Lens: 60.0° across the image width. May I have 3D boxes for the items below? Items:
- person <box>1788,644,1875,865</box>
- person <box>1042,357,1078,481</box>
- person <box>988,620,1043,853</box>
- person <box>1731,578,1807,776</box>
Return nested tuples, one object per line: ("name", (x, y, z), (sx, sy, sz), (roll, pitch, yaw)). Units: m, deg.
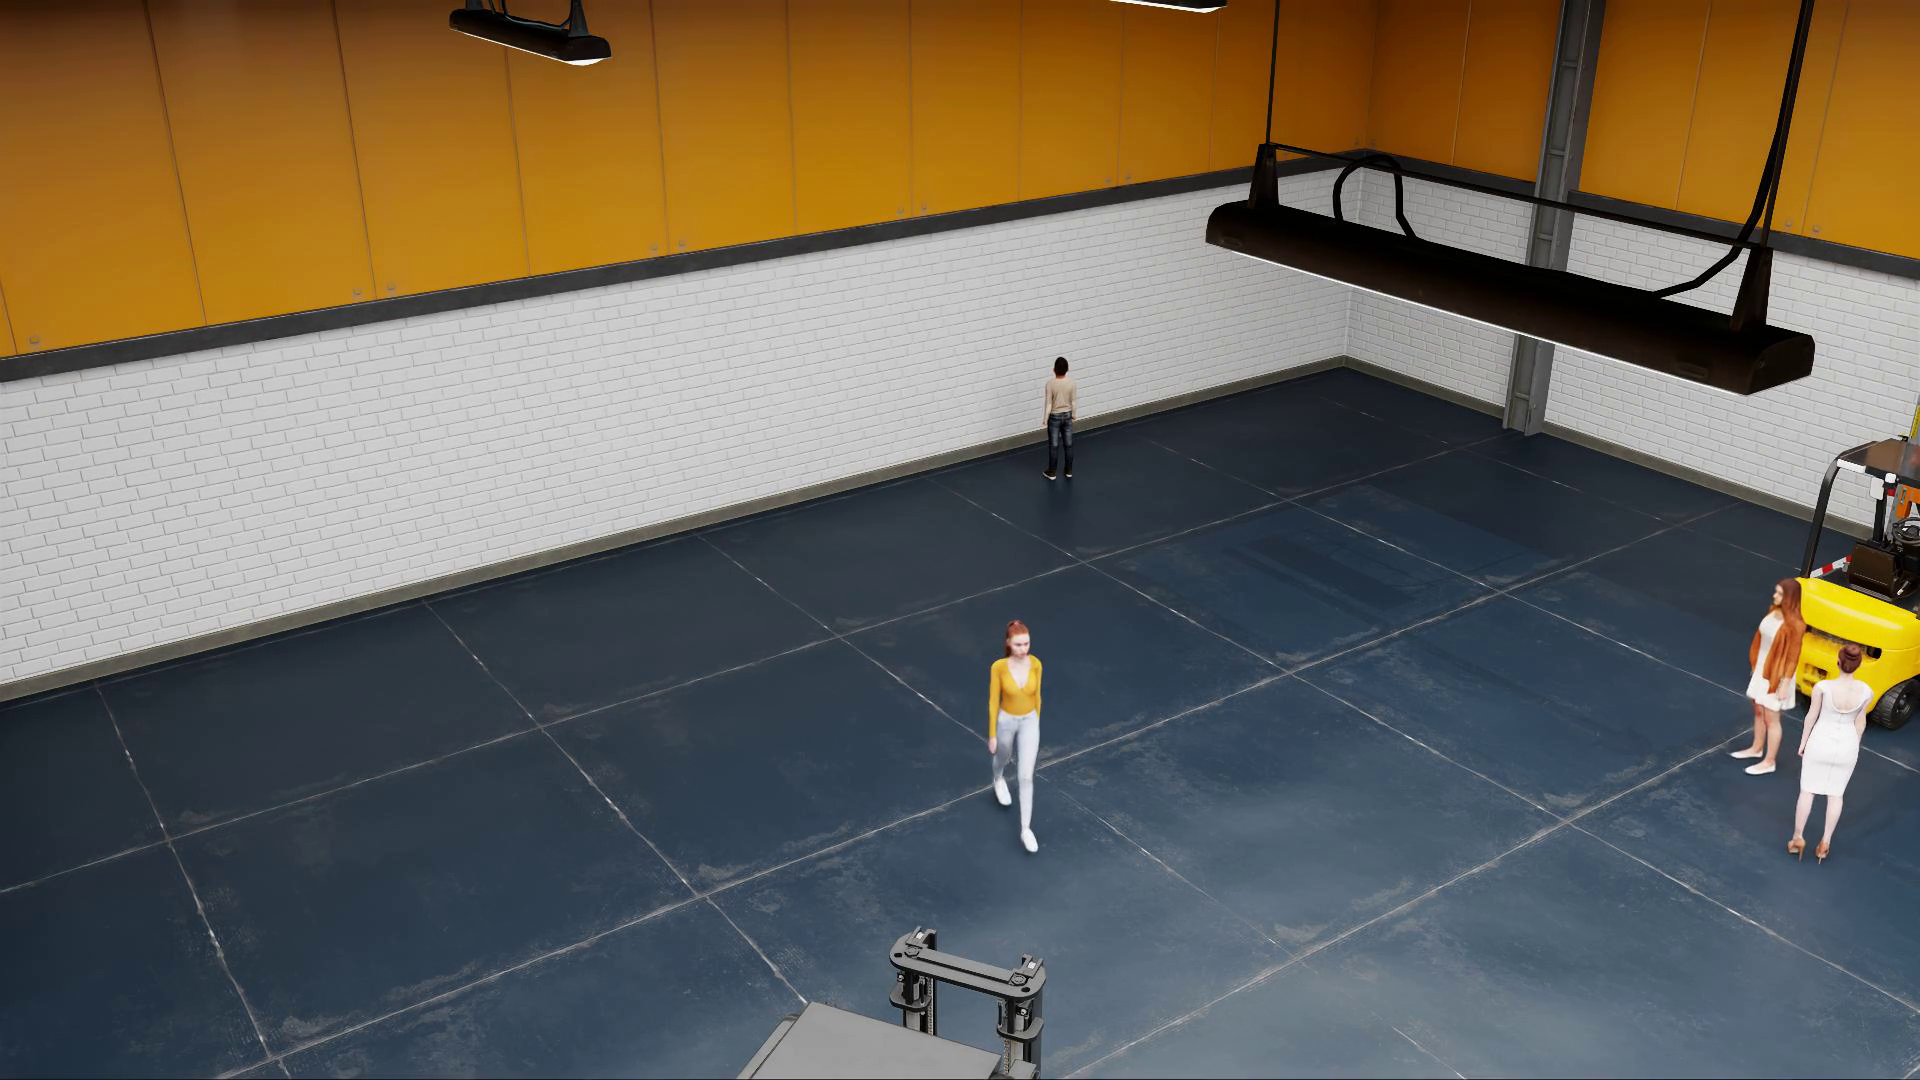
("person", (6.389, 1.560, 12.209), (0.596, 1.793, 0.686), (8, 25, 18))
("person", (1.168, -1.429, 19.459), (0.617, 1.464, 0.590), (-7, 25, -16))
("person", (0.384, 1.406, 12.673), (0.904, 1.705, 1.274), (-6, 24, -13))
("person", (6.577, 1.079, 13.409), (0.761, 1.714, 0.654), (-3, 24, -6))
